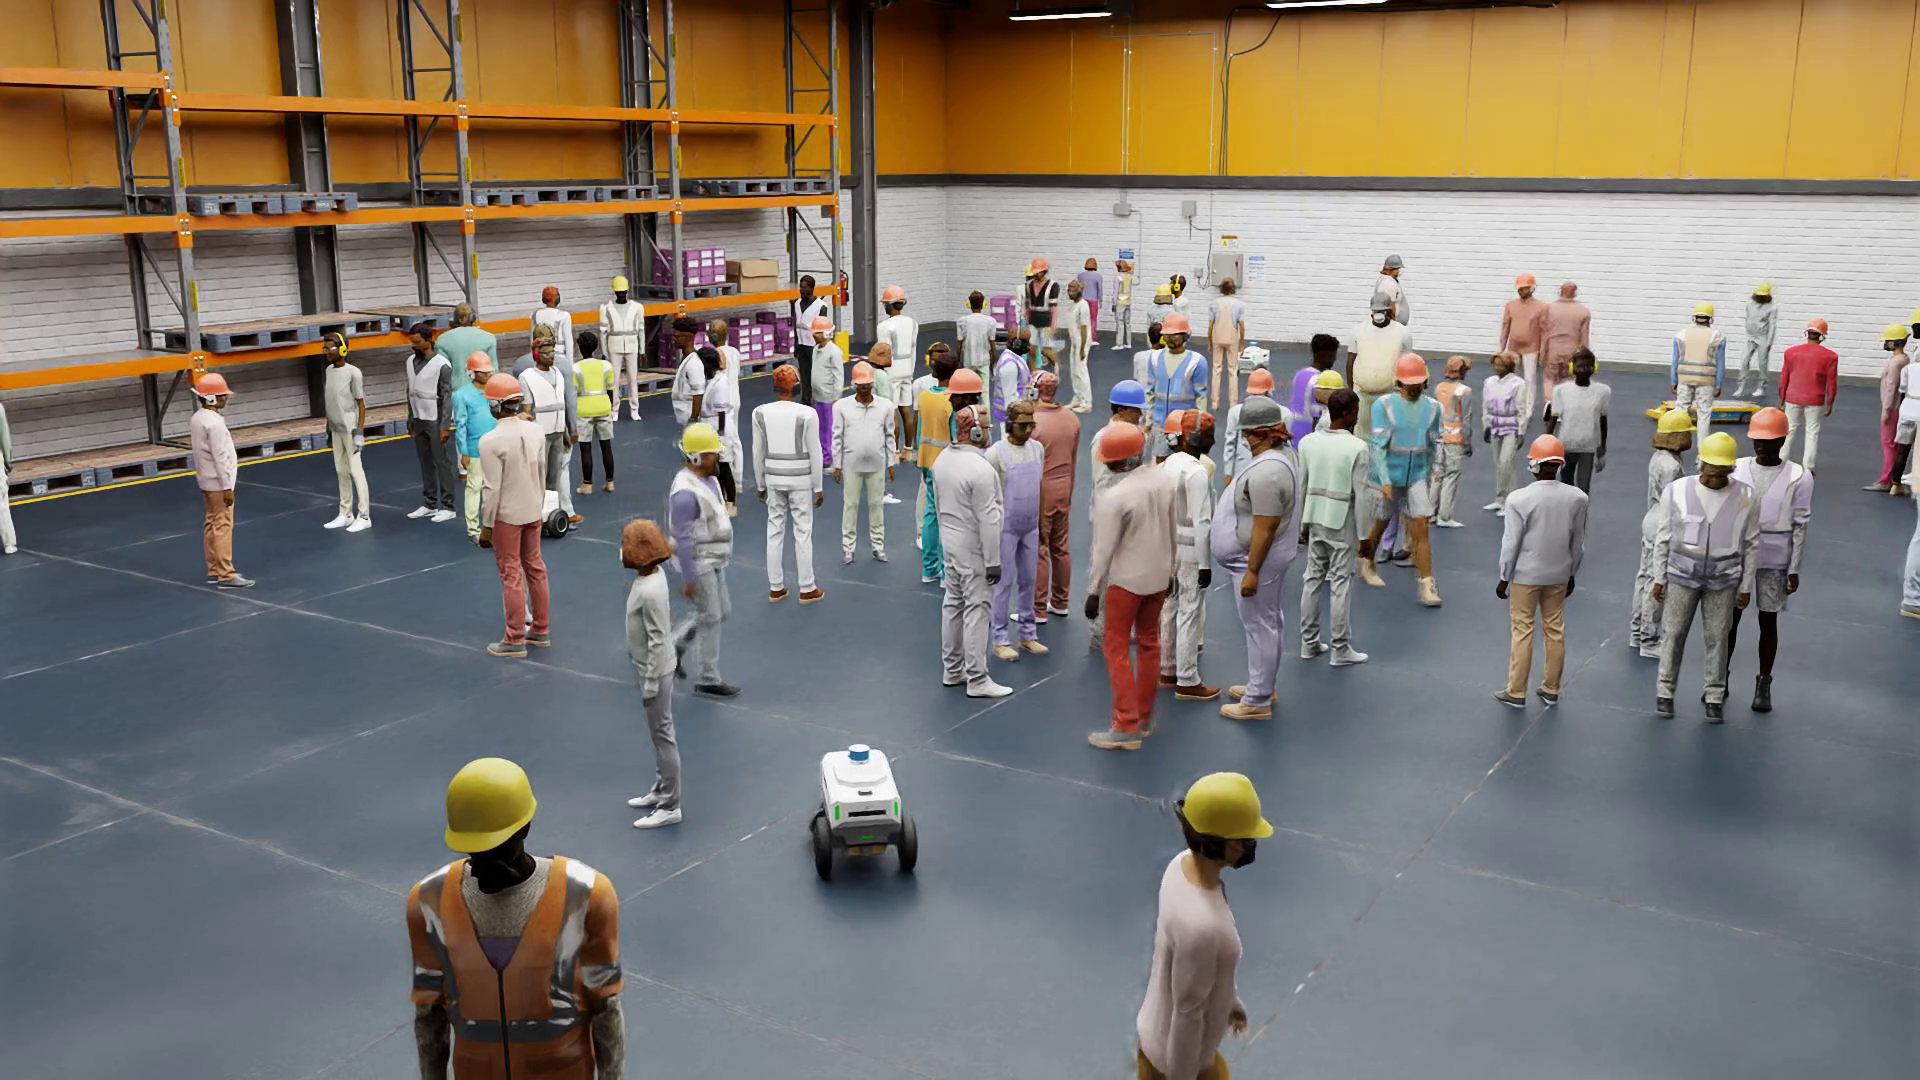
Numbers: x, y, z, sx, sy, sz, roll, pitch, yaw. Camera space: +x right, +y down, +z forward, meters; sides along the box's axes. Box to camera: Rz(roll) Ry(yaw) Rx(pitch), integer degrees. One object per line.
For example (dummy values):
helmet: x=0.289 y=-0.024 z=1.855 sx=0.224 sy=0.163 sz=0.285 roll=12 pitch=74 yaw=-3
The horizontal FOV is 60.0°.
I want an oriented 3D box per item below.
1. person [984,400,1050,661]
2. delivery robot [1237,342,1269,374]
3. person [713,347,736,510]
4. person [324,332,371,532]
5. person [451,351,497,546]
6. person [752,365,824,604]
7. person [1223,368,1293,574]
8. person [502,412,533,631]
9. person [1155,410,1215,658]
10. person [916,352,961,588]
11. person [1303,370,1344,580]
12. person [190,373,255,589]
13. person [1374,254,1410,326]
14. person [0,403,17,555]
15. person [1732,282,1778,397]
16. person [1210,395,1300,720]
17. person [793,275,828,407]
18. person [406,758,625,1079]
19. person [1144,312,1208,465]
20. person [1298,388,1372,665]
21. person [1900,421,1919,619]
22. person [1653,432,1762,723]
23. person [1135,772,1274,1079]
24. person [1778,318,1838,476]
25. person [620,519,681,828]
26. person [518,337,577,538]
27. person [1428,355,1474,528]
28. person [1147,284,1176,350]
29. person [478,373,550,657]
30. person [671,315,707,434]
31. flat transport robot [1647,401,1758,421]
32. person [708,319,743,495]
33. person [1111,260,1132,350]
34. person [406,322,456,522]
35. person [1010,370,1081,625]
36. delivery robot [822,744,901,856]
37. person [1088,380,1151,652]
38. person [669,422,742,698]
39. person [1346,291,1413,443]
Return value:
person: x=0.392 y=-0.067 z=11.560 sx=0.516 sy=1.835 sz=0.361 roll=-10 pitch=16 yaw=-36
delivery robot: x=4.646 y=-2.894 z=26.407 sx=0.477 sy=0.478 sz=0.707 roll=7 pitch=15 yaw=29
person: x=-2.371 y=-1.079 z=16.368 sx=0.311 sy=1.638 sz=0.523 roll=-4 pitch=13 yaw=-15
person: x=-5.771 y=-1.012 z=15.567 sx=0.514 sy=1.873 sz=0.329 roll=8 pitch=15 yaw=31
person: x=-4.312 y=-0.837 z=15.064 sx=0.325 sy=1.752 sz=0.560 roll=8 pitch=15 yaw=31
person: x=-1.333 y=-0.431 z=13.022 sx=0.573 sy=1.883 sz=0.356 roll=4 pitch=14 yaw=16
person: x=2.489 y=-0.569 z=13.919 sx=0.573 sy=1.742 sz=0.335 roll=2 pitch=13 yaw=7
person: x=-3.243 y=-0.128 z=12.238 sx=0.312 sy=1.639 sz=0.520 roll=0 pitch=13 yaw=-1
person: x=1.516 y=-0.037 z=11.594 sx=0.572 sy=1.749 sz=0.341 roll=-11 pitch=17 yaw=-40
person: x=-0.136 y=-0.568 z=13.544 sx=0.375 sy=1.915 sz=0.597 roll=-9 pitch=16 yaw=-35
person: x=3.032 y=-0.539 z=13.796 sx=0.296 sy=1.743 sz=0.493 roll=5 pitch=14 yaw=22
person: x=-6.024 y=-0.485 z=13.537 sx=0.334 sy=1.749 sz=0.576 roll=-11 pitch=17 yaw=-38
person: x=6.465 y=-3.261 z=24.949 sx=0.535 sy=2.000 sz=0.687 roll=0 pitch=13 yaw=1
person: x=-8.542 y=-0.649 z=14.500 sx=0.514 sy=1.641 sz=0.307 roll=-10 pitch=16 yaw=-37
person: x=11.605 y=-2.910 z=24.193 sx=0.736 sy=1.677 sz=0.511 roll=-10 pitch=16 yaw=-38
person: x=1.828 y=0.097 z=10.385 sx=0.536 sy=2.000 sz=0.677 roll=4 pitch=14 yaw=19
person: x=-2.003 y=-2.581 z=22.271 sx=0.591 sy=1.920 sz=0.393 roll=11 pitch=17 yaw=40
person: x=-1.216 y=1.498 z=4.598 sx=0.585 sy=1.914 sz=0.399 roll=0 pitch=13 yaw=1
person: x=2.008 y=-1.115 z=15.634 sx=0.605 sy=2.045 sz=0.387 roll=8 pitch=15 yaw=31
person: x=2.569 y=-0.089 z=11.471 sx=0.391 sy=1.914 sz=0.587 roll=-10 pitch=17 yaw=-38
person: x=7.419 y=-0.395 z=12.617 sx=0.382 sy=1.993 sz=0.622 roll=8 pitch=15 yaw=31
person: x=4.607 y=0.229 z=10.298 sx=0.596 sy=1.825 sz=0.403 roll=5 pitch=14 yaw=21
person: x=0.779 y=1.507 z=4.967 sx=0.876 sy=1.727 sz=0.543 roll=0 pitch=13 yaw=0
person: x=9.287 y=-1.558 z=18.229 sx=0.576 sy=1.737 sz=0.354 roll=10 pitch=16 yaw=38
person: x=-1.620 y=0.690 z=8.701 sx=0.281 sy=1.634 sz=0.498 roll=-3 pitch=13 yaw=-12
person: x=-3.839 y=-0.960 z=15.394 sx=0.382 sy=1.845 sz=0.571 roll=6 pitch=14 yaw=24
person: x=4.643 y=-0.931 z=15.749 sx=0.321 sy=1.627 sz=0.533 roll=-4 pitch=14 yaw=-19
person: x=2.813 y=-2.676 z=23.068 sx=0.486 sy=1.744 sz=0.294 roll=10 pitch=16 yaw=37
person: x=-3.136 y=-0.173 z=11.655 sx=0.379 sy=1.996 sz=0.610 roll=6 pitch=14 yaw=25
person: x=-2.606 y=-1.191 z=16.134 sx=0.367 sy=1.967 sz=0.601 roll=-3 pitch=13 yaw=-12
flat transport robot: x=9.975 y=-1.709 z=22.097 sx=1.431 sy=0.197 sz=0.652 roll=-1 pitch=13 yaw=-3
person: x=-2.431 y=-1.334 z=17.028 sx=0.344 sy=1.844 sz=0.505 roll=6 pitch=14 yaw=24
person: x=2.948 y=-4.270 z=30.234 sx=0.314 sy=1.632 sz=0.517 roll=11 pitch=17 yaw=39
person: x=-5.100 y=-1.140 z=16.025 sx=0.593 sy=1.918 sz=0.391 roll=8 pitch=15 yaw=33
person: x=0.609 y=-0.320 z=12.484 sx=0.406 sy=1.911 sz=0.639 roll=12 pitch=17 yaw=41
delivery robot: x=-0.501 y=1.269 z=8.353 sx=0.477 sy=0.478 sz=0.707 roll=-2 pitch=13 yaw=-9
person: x=1.124 y=-0.168 z=11.766 sx=0.416 sy=1.939 sz=0.604 roll=7 pitch=15 yaw=28
person: x=-1.708 y=0.132 z=10.728 sx=0.520 sy=1.813 sz=0.607 roll=1 pitch=13 yaw=5
person: x=4.550 y=-1.693 z=18.150 sx=0.689 sy=2.000 sz=0.539 roll=4 pitch=14 yaw=18
